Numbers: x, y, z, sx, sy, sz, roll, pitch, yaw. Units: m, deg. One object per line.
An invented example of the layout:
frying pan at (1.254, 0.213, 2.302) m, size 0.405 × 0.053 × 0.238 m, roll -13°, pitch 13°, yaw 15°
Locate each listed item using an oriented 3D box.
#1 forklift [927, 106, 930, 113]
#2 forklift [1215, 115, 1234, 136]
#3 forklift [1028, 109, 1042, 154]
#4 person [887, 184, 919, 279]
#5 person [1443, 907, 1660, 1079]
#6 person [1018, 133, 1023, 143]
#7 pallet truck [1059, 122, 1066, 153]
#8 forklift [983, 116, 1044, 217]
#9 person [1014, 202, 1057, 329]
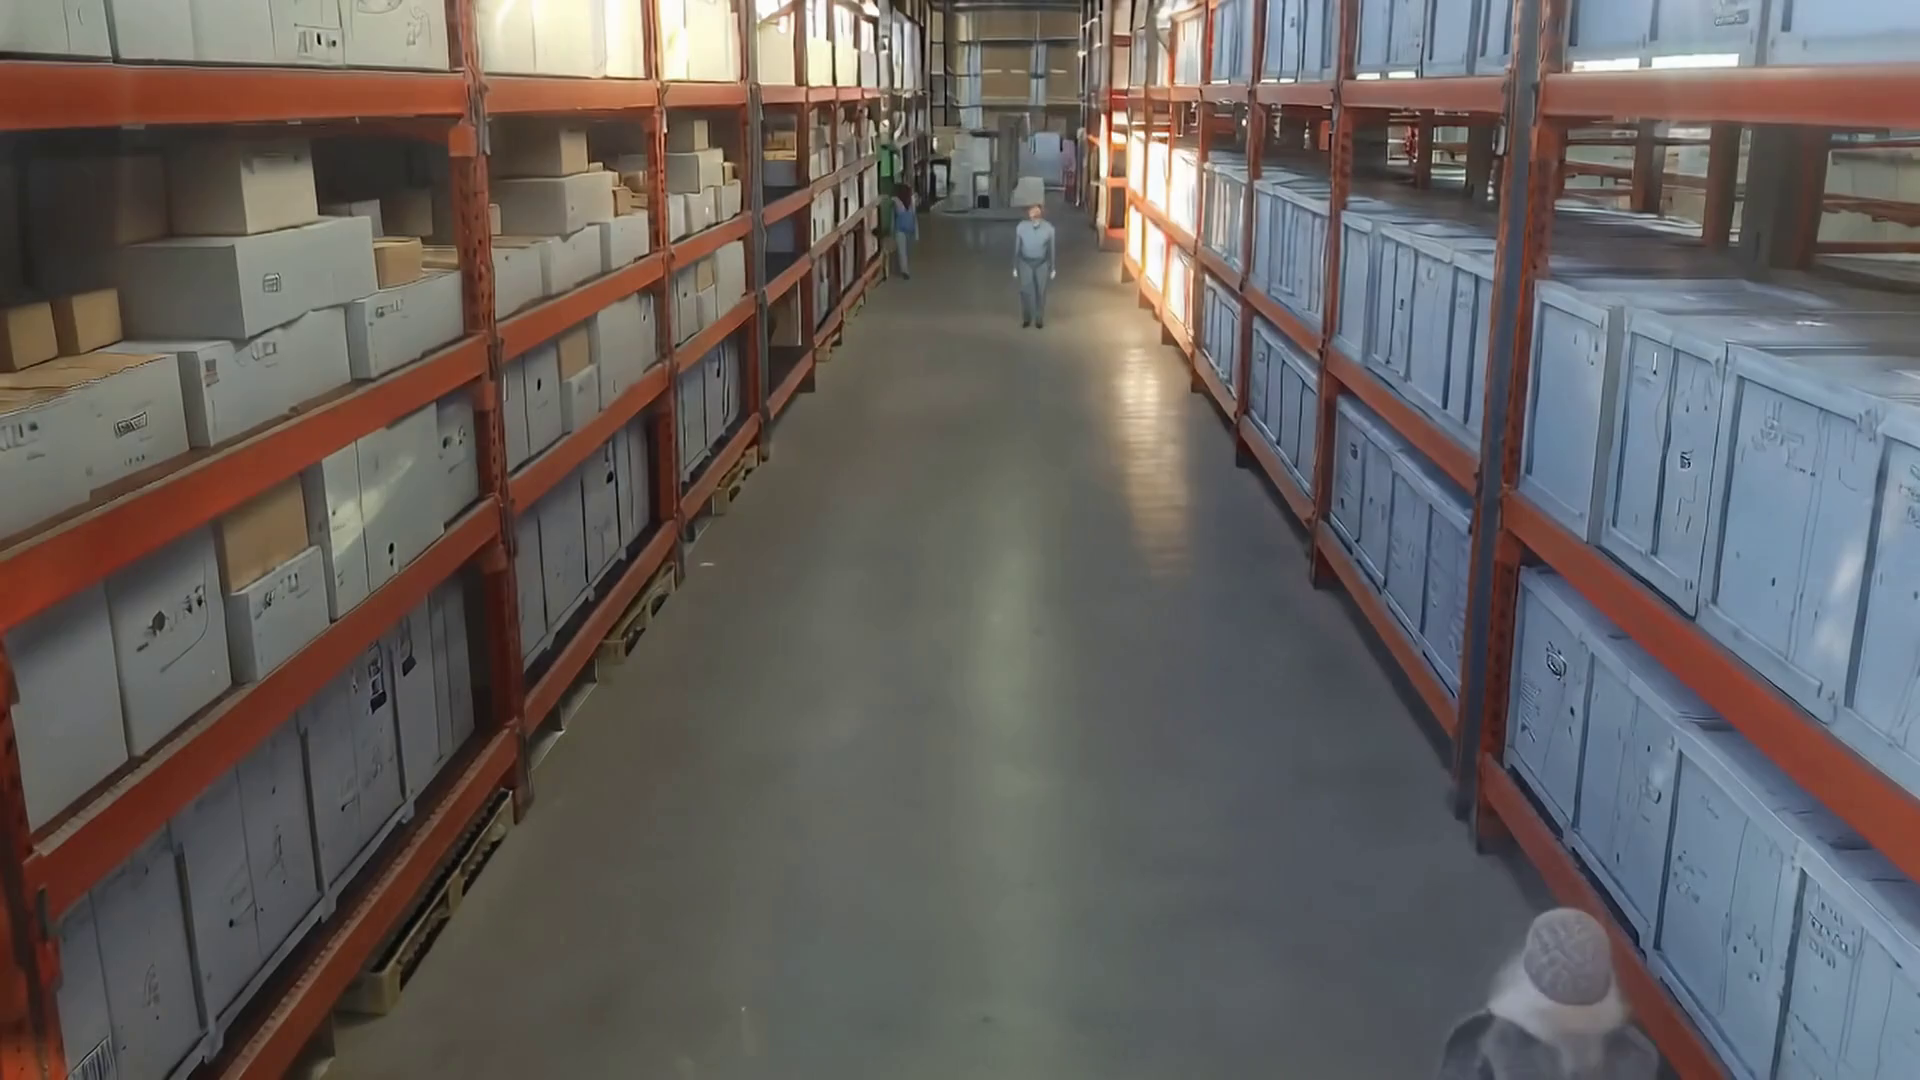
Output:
forklift at (-2.001, -20.667, 84.687) m, size 1.129 × 2.768 × 1.873 m, roll 0°, pitch 15°, yaw 2°
forklift at (7.838, -11.433, 50.328) m, size 1.129 × 2.768 × 1.873 m, roll 0°, pitch 15°, yaw 1°
forklift at (3.190, -16.828, 70.404) m, size 1.873 × 2.768 × 1.129 m, roll 4°, pitch 16°, yaw 16°
person at (-1.129, -5.939, 31.982) m, size 0.654 × 1.800 × 0.929 m, roll -11°, pitch 18°, yaw -34°
person at (1.372, 1.604, 4.049) m, size 0.514 × 1.709 × 0.756 m, roll 2°, pitch 15°, yaw 8°
person at (2.337, -15.921, 68.961) m, size 0.986 × 1.888 × 0.633 m, roll 3°, pitch 15°, yaw 9°
pallet truck at (5.788, -21.111, 88.014) m, size 1.885 × 1.965 × 0.823 m, roll 5°, pitch 16°, yaw 18°
forklift at (1.387, -10.700, 47.604) m, size 1.873 × 2.768 × 1.129 m, roll -5°, pitch 16°, yaw -19°
person at (1.117, -4.087, 24.886) m, size 0.673 × 1.884 × 0.620 m, roll 3°, pitch 15°, yaw 10°
